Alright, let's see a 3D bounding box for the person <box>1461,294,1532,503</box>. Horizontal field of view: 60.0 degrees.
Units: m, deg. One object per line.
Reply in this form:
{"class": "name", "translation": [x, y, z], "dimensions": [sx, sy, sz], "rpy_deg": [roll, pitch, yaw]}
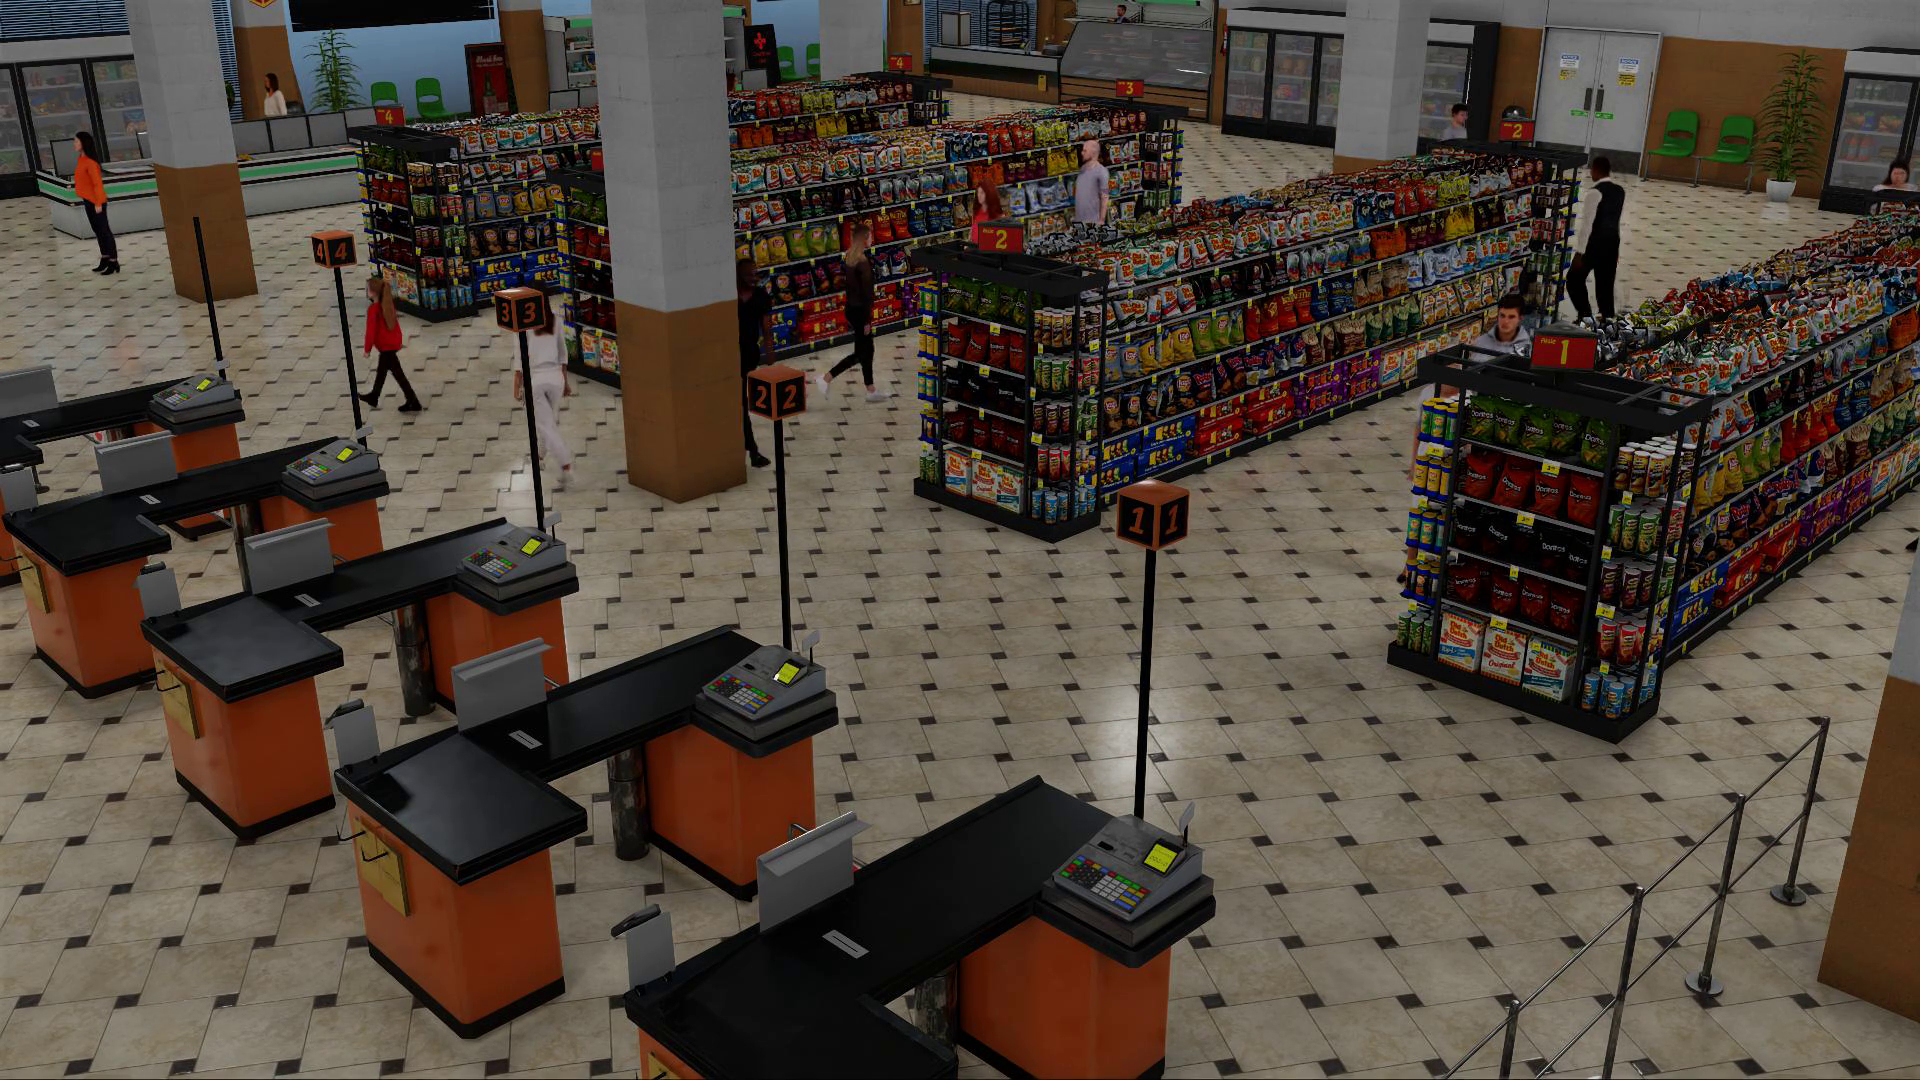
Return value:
{"class": "person", "translation": [3.961, -0.892, 12.237], "dimensions": [0.798, 1.916, 0.785], "rpy_deg": [12, 25, 28]}

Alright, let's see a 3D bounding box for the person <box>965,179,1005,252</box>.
{"class": "person", "translation": [0.351, -2.806, 17.163], "dimensions": [0.607, 1.795, 0.974], "rpy_deg": [20, 29, 40]}

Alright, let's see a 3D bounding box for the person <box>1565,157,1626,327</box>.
{"class": "person", "translation": [6.866, -3.089, 17.746], "dimensions": [0.876, 1.885, 1.017], "rpy_deg": [-8, 23, -20]}

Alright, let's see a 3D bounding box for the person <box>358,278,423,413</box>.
{"class": "person", "translation": [-5.215, -1.762, 15.298], "dimensions": [0.875, 1.248, 0.902], "rpy_deg": [4, 22, 10]}

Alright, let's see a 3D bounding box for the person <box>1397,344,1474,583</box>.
{"class": "person", "translation": [3.318, -0.513, 11.514], "dimensions": [0.606, 1.751, 0.568], "rpy_deg": [14, 26, 32]}

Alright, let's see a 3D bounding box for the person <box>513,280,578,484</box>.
{"class": "person", "translation": [-3.346, -1.244, 13.466], "dimensions": [0.977, 1.653, 0.664], "rpy_deg": [-20, 29, -40]}

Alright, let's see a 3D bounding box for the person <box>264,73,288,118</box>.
{"class": "person", "translation": [-11.131, -6.783, 27.213], "dimensions": [0.624, 1.680, 0.536], "rpy_deg": [19, 29, 39]}

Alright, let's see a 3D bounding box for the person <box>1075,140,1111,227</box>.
{"class": "person", "translation": [1.534, -3.767, 19.497], "dimensions": [0.667, 1.838, 0.716], "rpy_deg": [-13, 25, -29]}

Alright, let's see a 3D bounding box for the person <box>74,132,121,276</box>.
{"class": "person", "translation": [-10.750, -4.193, 20.676], "dimensions": [0.559, 1.748, 0.625], "rpy_deg": [-18, 28, -38]}

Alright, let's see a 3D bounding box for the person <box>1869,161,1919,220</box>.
{"class": "person", "translation": [10.767, -3.594, 19.334], "dimensions": [0.893, 1.638, 0.957], "rpy_deg": [-1, 22, -2]}

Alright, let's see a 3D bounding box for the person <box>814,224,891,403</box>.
{"class": "person", "translation": [-1.013, -2.065, 15.469], "dimensions": [1.081, 1.682, 0.846], "rpy_deg": [-9, 24, -22]}

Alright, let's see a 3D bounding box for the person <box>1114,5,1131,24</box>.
{"class": "person", "translation": [3.719, -11.423, 38.509], "dimensions": [0.566, 1.868, 0.614], "rpy_deg": [-20, 29, -41]}

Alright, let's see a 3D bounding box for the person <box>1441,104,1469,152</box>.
{"class": "person", "translation": [6.538, -4.941, 22.460], "dimensions": [1.101, 1.806, 0.773], "rpy_deg": [-16, 27, -34]}
